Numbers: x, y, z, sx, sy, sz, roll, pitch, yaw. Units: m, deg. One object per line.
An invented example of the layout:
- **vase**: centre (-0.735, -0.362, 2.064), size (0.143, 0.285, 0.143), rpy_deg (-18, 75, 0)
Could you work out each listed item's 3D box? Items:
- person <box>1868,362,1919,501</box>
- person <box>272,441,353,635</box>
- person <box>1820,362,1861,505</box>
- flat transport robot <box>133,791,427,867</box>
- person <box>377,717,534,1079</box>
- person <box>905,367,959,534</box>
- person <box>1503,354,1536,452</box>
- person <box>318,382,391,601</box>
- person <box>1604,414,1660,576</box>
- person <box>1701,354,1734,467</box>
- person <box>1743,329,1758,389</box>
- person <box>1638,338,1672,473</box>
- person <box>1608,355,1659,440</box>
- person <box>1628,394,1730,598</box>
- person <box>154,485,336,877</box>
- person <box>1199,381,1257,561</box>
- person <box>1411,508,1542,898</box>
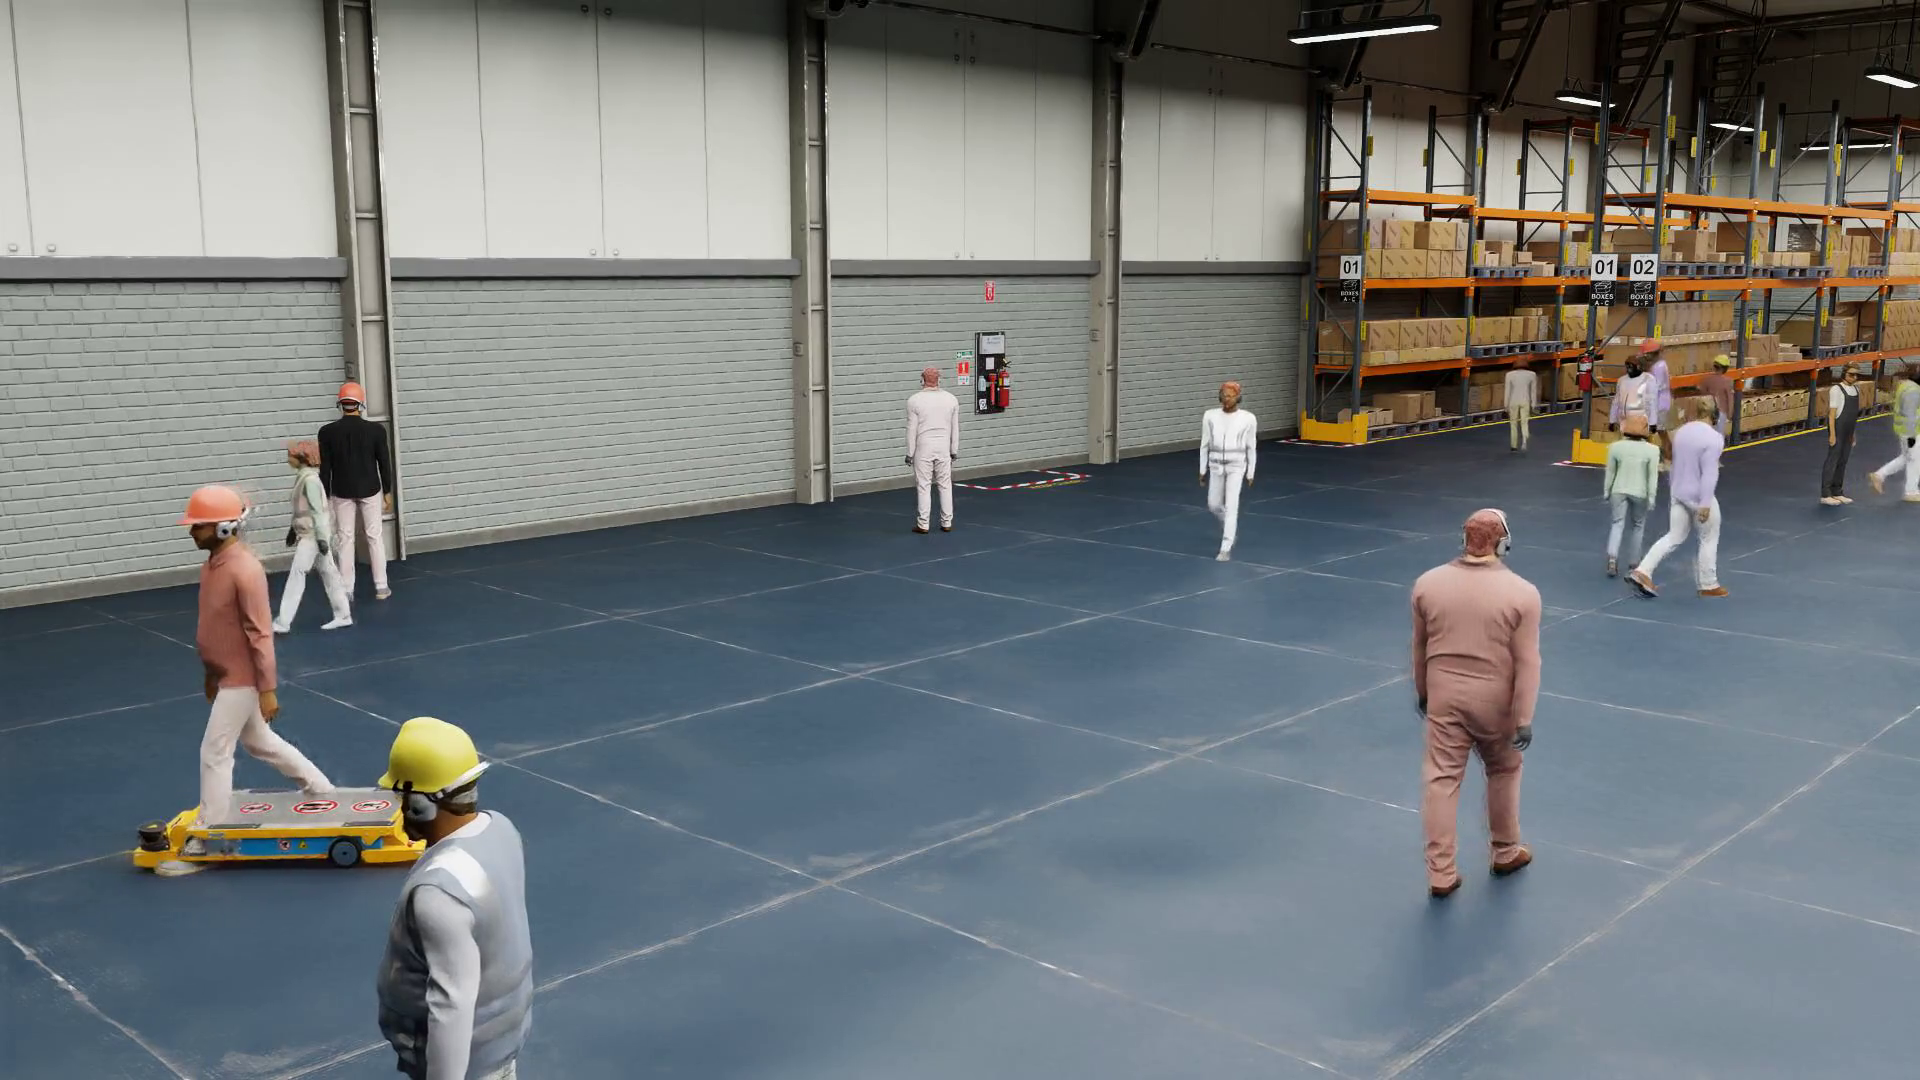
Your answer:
- **person**: centre (12.303, -1.414, 21.635), size (0.632, 1.820, 0.636), rpy_deg (3, 10, 19)
- **person**: centre (-5.470, -0.016, 13.771), size (0.821, 1.602, 0.513), rpy_deg (-4, 10, -22)
- **person**: centre (11.286, -1.362, 21.268), size (0.509, 1.838, 0.337), rpy_deg (-6, 11, -31)
- **flat transport robot**: centre (-3.443, 1.486, 8.674), size (1.431, 0.197, 0.652), rpy_deg (-1, 9, -4)
- **person**: centre (-1.387, 1.379, 4.592), size (0.403, 1.828, 0.598), rpy_deg (0, 9, -1)
- **person**: centre (-0.335, -1.024, 19.006), size (0.646, 1.907, 0.401), rpy_deg (-4, 10, -23)
- **person**: centre (9.153, -2.231, 27.205), size (0.516, 1.618, 0.455), rpy_deg (1, 9, 8)
- **person**: centre (-5.503, -0.438, 15.159), size (0.614, 1.993, 0.395), rpy_deg (-3, 10, -18)
- **person**: centre (6.599, -0.446, 16.396), size (0.507, 1.603, 0.756), rpy_deg (6, 11, 31)
- **person**: centre (11.313, -1.921, 24.985), size (0.726, 1.744, 0.531), rpy_deg (-5, 11, -29)
- **person**: centre (15.833, -3.363, 33.490), size (0.590, 1.841, 0.978), rpy_deg (8, 12, 39)
- **person**: centre (10.169, -1.976, 24.544), size (0.908, 1.991, 0.643), rpy_deg (4, 10, 21)
- **person**: centre (9.263, -1.632, 22.950), size (0.518, 1.825, 0.660), rpy_deg (-5, 11, -29)
- **person**: centre (6.624, -0.390, 15.197), size (0.913, 1.903, 0.643), rpy_deg (-2, 10, -12)
- **person**: centre (-3.652, 0.671, 8.541), size (0.989, 1.959, 0.637), rpy_deg (-8, 12, -40)
- **person**: centre (2.813, -0.740, 17.403), size (0.585, 1.866, 0.717), rpy_deg (4, 10, 25)
- **person**: centre (2.555, 0.770, 8.153), size (0.670, 1.870, 0.882), rpy_deg (7, 12, 37)
